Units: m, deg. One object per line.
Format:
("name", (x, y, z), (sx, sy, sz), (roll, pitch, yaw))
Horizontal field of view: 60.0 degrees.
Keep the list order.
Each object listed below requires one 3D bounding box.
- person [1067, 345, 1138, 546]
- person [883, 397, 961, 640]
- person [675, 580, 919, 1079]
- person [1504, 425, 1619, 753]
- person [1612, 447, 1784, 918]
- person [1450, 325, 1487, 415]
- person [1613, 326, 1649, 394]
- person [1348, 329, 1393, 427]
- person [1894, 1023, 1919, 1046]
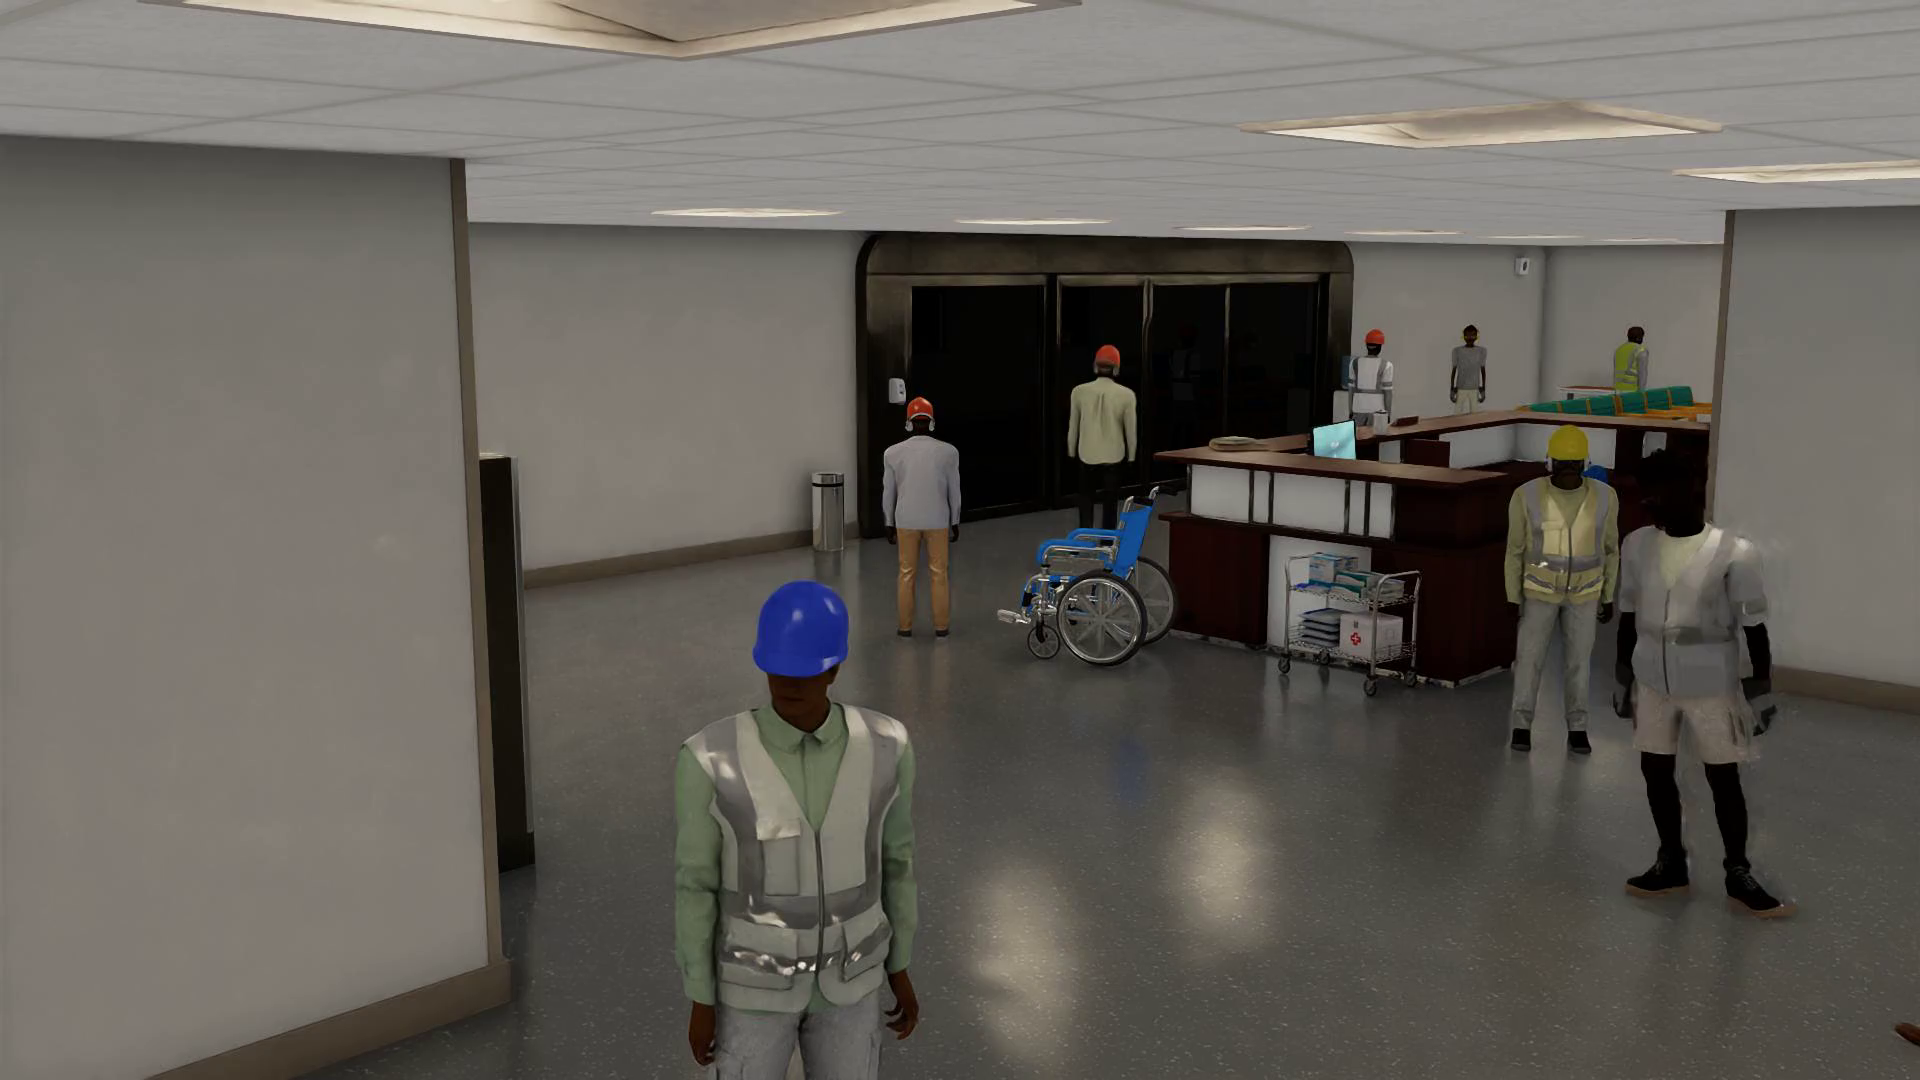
("person", (1.277, -0.761, 14.959), (0.650, 1.977, 0.492), (2, 9, 12))
("person", (-0.272, -0.153, 11.946), (0.566, 1.742, 0.360), (0, 9, 1))
("person", (-0.378, 1.044, 3.997), (0.605, 1.944, 0.402), (-4, 10, -22))
("person", (3.290, 0.274, 9.113), (0.598, 1.825, 0.411), (1, 9, 9))
("person", (3.072, 0.585, 6.877), (0.419, 1.928, 0.772), (-8, 12, -41))
("person", (7.320, -2.162, 23.964), (0.503, 1.853, 0.327), (2, 9, 10))
("person", (9.770, -2.194, 24.249), (0.431, 1.833, 0.643), (-3, 10, -15))
("person", (4.988, -1.590, 20.225), (0.544, 1.933, 0.379), (5, 11, 30))
("person", (3.487, 0.827, 5.601), (0.513, 1.860, 0.312), (-4, 10, -23))
